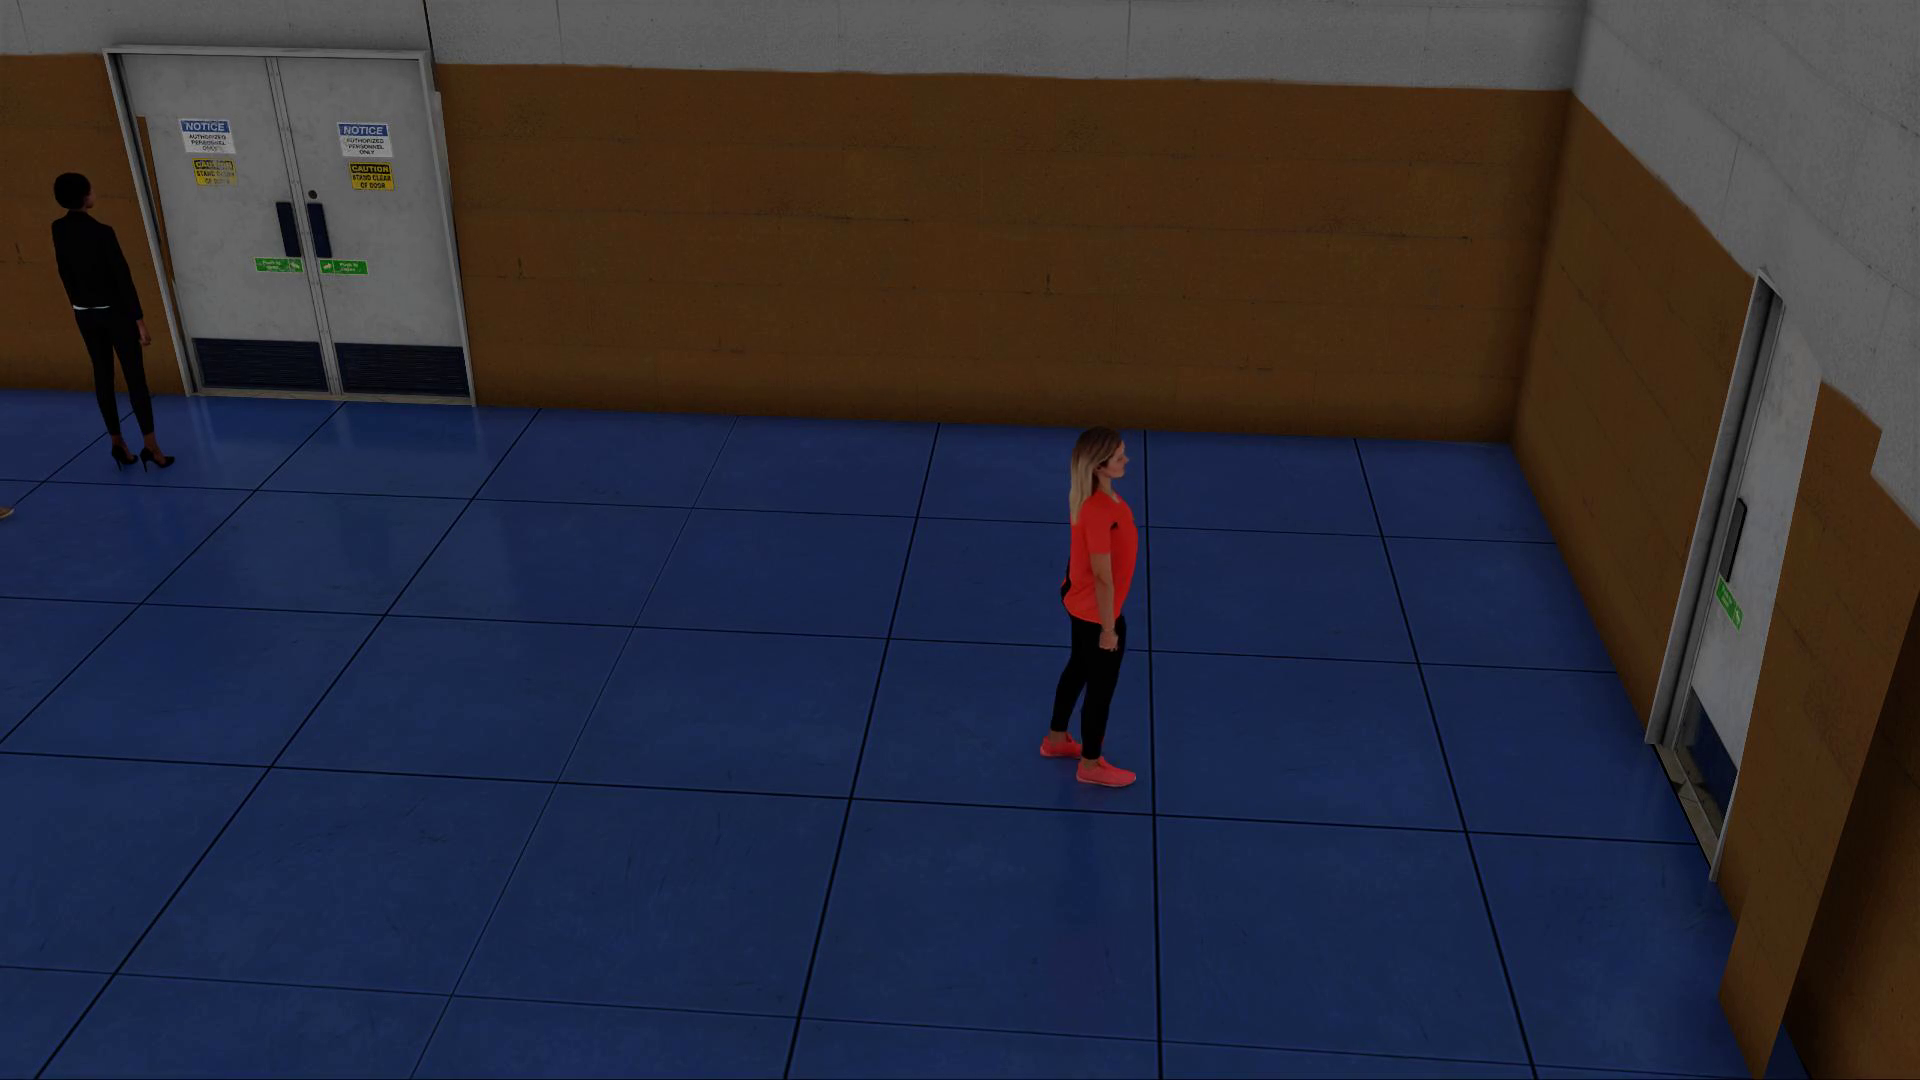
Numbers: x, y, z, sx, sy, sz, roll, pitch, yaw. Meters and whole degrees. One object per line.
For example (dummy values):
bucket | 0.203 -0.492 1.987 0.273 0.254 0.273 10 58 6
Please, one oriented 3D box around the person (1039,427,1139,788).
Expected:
person | 0.574 0.281 7.146 0.701 1.698 0.616 -4 29 -7

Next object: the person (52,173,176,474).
person | -5.052 -1.278 9.858 0.639 1.834 0.579 7 29 12
